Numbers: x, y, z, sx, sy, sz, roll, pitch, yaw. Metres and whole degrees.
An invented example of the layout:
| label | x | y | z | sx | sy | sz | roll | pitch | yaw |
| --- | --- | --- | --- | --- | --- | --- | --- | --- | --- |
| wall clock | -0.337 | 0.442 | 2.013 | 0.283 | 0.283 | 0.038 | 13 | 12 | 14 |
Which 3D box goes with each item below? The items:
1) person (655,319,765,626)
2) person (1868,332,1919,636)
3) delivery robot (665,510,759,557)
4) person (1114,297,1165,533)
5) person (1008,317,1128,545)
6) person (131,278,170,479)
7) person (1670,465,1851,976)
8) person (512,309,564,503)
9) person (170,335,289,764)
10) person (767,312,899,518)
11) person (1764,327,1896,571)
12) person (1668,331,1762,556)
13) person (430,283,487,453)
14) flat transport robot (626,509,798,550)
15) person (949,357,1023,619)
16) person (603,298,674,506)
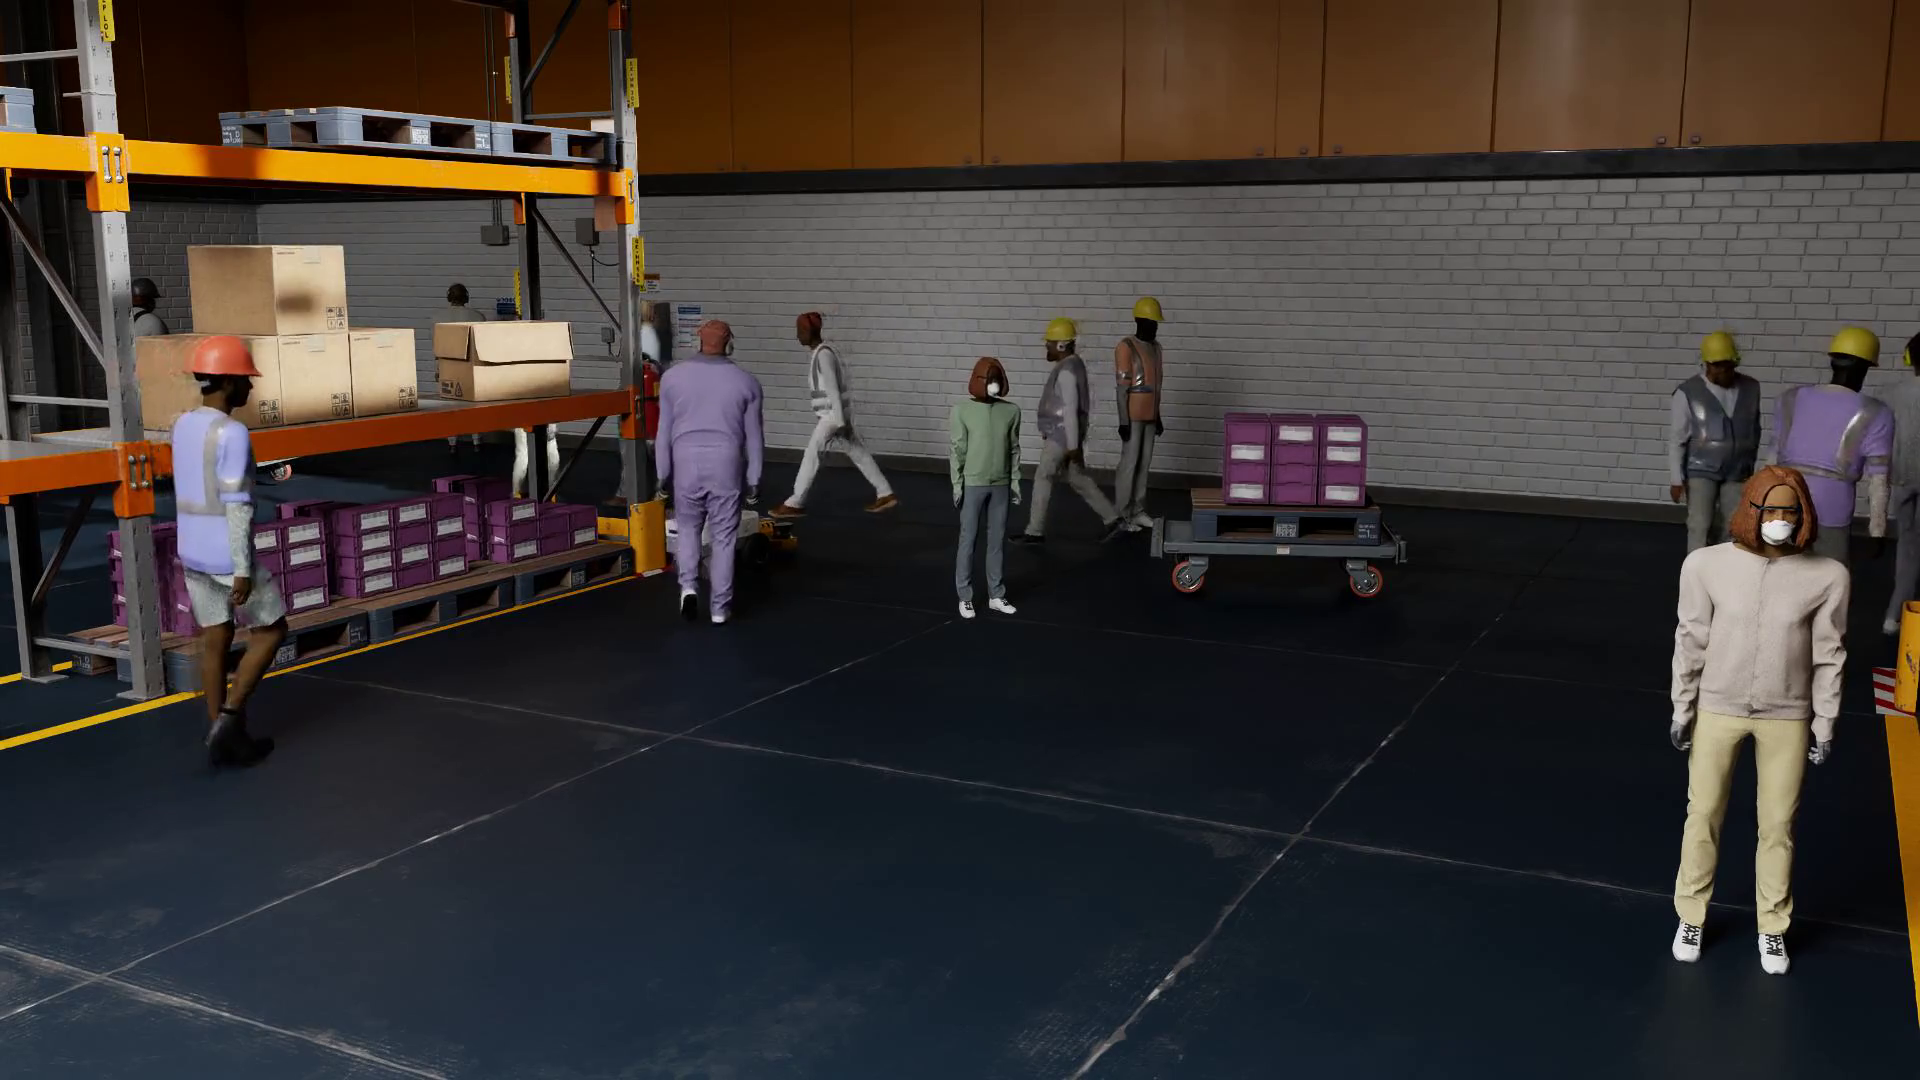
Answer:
| label | x | y | z | sx | sy | sz | roll | pitch | yaw |
| --- | --- | --- | --- | --- | --- | --- | --- | --- | --- |
| person | -1.530 | -0.411 | 10.231 | 0.667 | 1.877 | 0.463 | 0 | 10 | -2 |
| person | 5.781 | -0.347 | 10.001 | 0.846 | 1.835 | 0.520 | -7 | 12 | -36 |
| delivery robot | -1.759 | -0.072 | 11.819 | 0.477 | 0.478 | 0.707 | 7 | 12 | 34 |
| person | 1.501 | -1.030 | 13.674 | 0.385 | 1.922 | 0.594 | 8 | 12 | 38 |
| person | 0.864 | -0.835 | 12.931 | 0.885 | 1.802 | 0.588 | 2 | 10 | 12 |
| person | -8.201 | -1.638 | 16.859 | 0.688 | 2.000 | 0.536 | 4 | 11 | 23 |
| person | 2.524 | 0.568 | 5.292 | 0.496 | 1.629 | 0.277 | 4 | 10 | 21 |
| person | -3.565 | -1.048 | 14.034 | 0.566 | 1.843 | 0.805 | 3 | 10 | 18 |
| person | -3.246 | 0.055 | 7.396 | 0.553 | 1.920 | 0.413 | 7 | 12 | 33 |
| person | -1.070 | -1.084 | 14.415 | 1.153 | 1.797 | 0.596 | -1 | 10 | -6 |
| person | 4.480 | -0.149 | 8.639 | 0.464 | 1.903 | 0.647 | -8 | 13 | -39 |
| person | 4.823 | -0.446 | 10.690 | 0.628 | 1.794 | 0.624 | 0 | 10 | -2 |
| person | -5.703 | -1.962 | 19.027 | 0.636 | 1.939 | 0.362 | -2 | 10 | -12 |
| flat transport robot | -1.970 | -0.084 | 12.981 | 0.652 | 0.197 | 1.431 | -10 | 14 | -44 |
| person | 0.166 | -0.331 | 10.465 | 0.499 | 1.635 | 0.287 | -5 | 11 | -27 |
| person | -2.836 | -1.229 | 14.898 | 0.762 | 1.909 | 0.657 | 3 | 10 | 18 |
